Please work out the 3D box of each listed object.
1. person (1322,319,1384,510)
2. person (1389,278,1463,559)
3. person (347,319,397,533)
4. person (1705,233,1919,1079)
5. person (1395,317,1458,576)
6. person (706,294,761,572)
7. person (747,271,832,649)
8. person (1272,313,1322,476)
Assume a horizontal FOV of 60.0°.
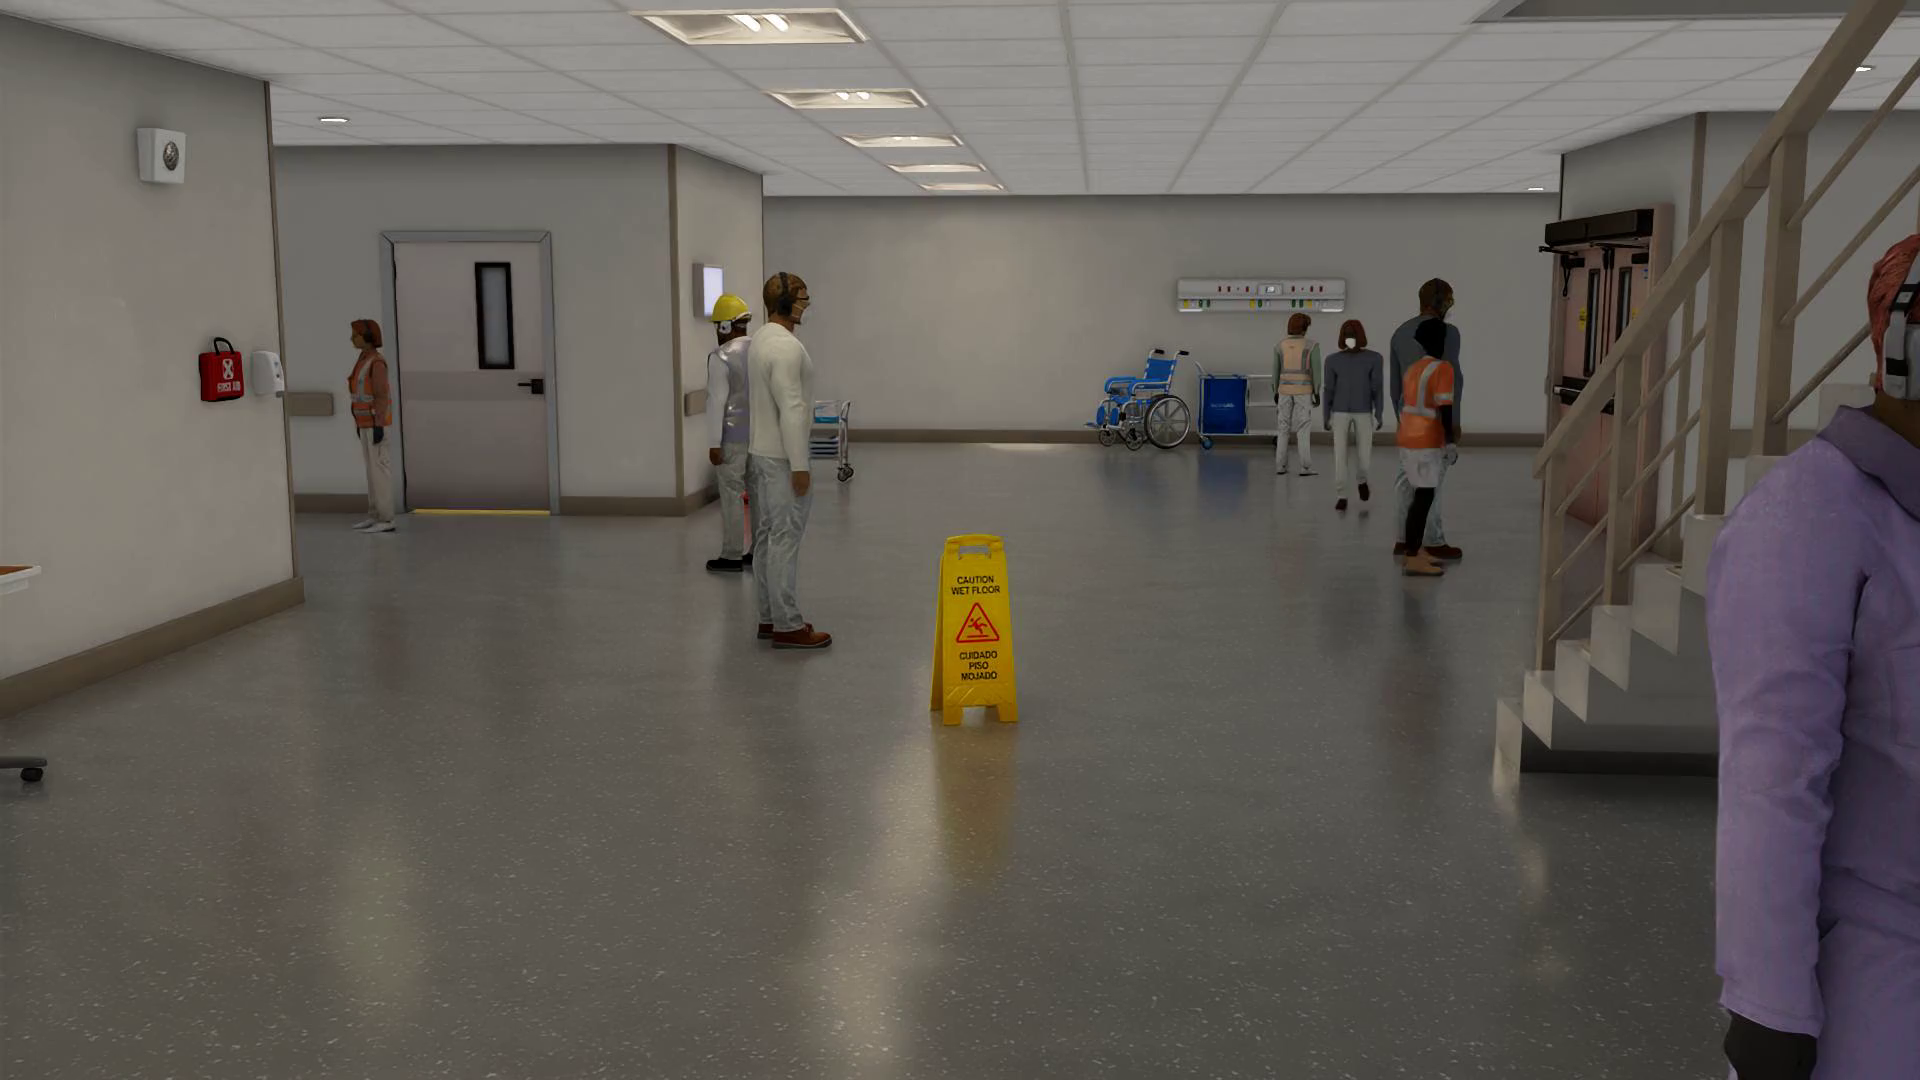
[{"bbox_3d":[3.332,-1.063,14.117,0.516,1.616,0.419,3,9,19],"label":"person"},{"bbox_3d":[3.226,-0.834,11.497,0.373,1.936,0.627,-4,9,-26],"label":"person"},{"bbox_3d":[-4.511,-0.874,12.765,0.310,1.639,0.522,-6,10,-34],"label":"person"},{"bbox_3d":[1.262,0.544,2.217,0.652,1.906,0.403,-5,10,-32],"label":"person"},{"bbox_3d":[3.031,-0.608,10.845,0.352,1.674,0.562,0,8,-1],"label":"person"},{"bbox_3d":[-1.465,-0.697,10.951,0.403,1.824,0.590,5,10,33],"label":"person"},{"bbox_3d":[-0.902,-0.410,8.600,0.372,1.940,0.632,-3,9,-20],"label":"person"},{"bbox_3d":[3.395,-1.464,16.786,0.522,1.636,0.310,6,10,36],"label":"person"}]
